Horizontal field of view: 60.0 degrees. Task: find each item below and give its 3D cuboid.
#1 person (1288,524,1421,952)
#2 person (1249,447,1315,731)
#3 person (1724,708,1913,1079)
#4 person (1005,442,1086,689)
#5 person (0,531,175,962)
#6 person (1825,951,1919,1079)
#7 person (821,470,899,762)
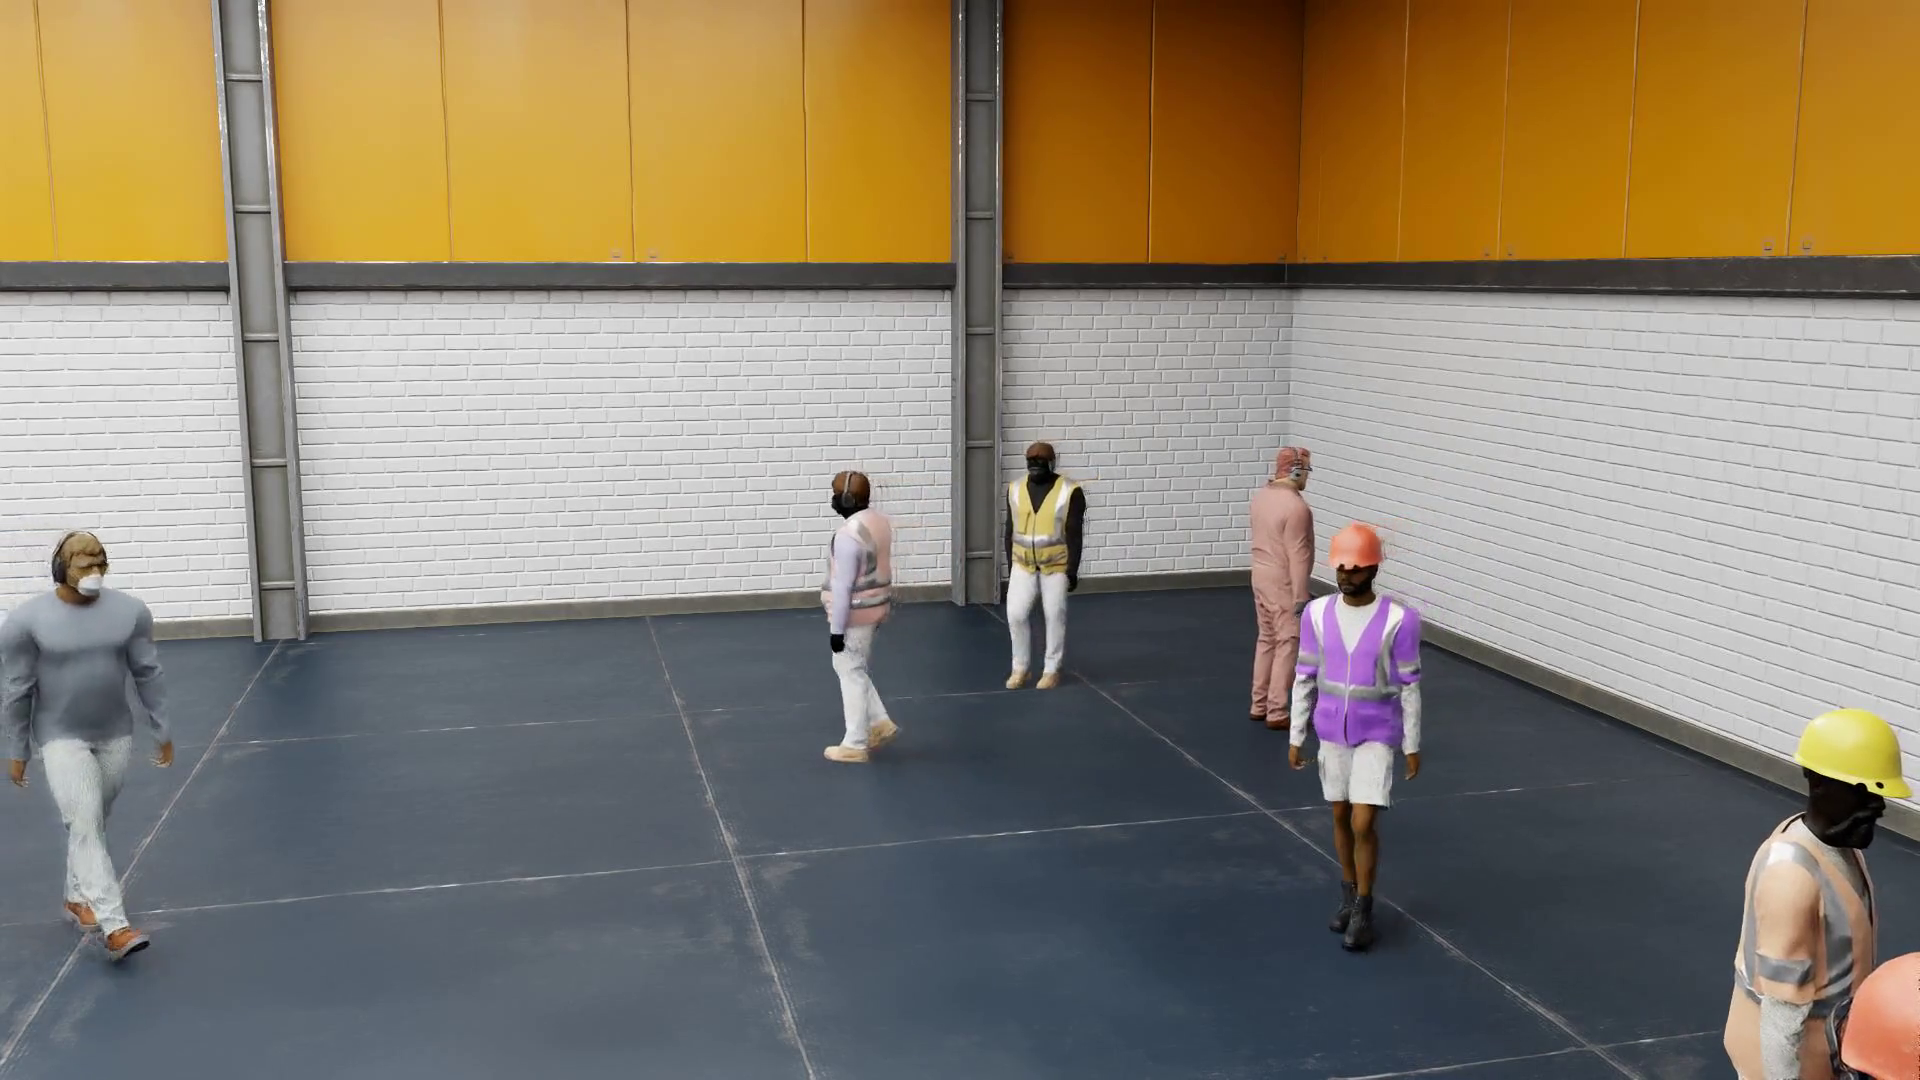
[{"bbox_3d":[1.747,0.883,7.488,0.577,1.916,0.660,6,11,32],"label":"person"},{"bbox_3d":[2.153,0.323,11.107,0.398,1.892,0.660,-3,9,-16],"label":"person"},{"bbox_3d":[2.247,1.376,4.415,0.383,1.924,0.589,7,11,36],"label":"person"},{"bbox_3d":[0.580,0.205,12.061,0.629,1.826,0.568,3,10,21],"label":"person"},{"bbox_3d":[-3.834,0.906,7.424,1.023,1.891,0.646,7,12,38],"label":"person"},{"bbox_3d":[1.439,1.609,2.588,0.609,2.044,0.393,-6,11,-35],"label":"person"},{"bbox_3d":[-0.653,0.479,10.295,0.442,1.832,0.650,3,9,16],"label":"person"}]
